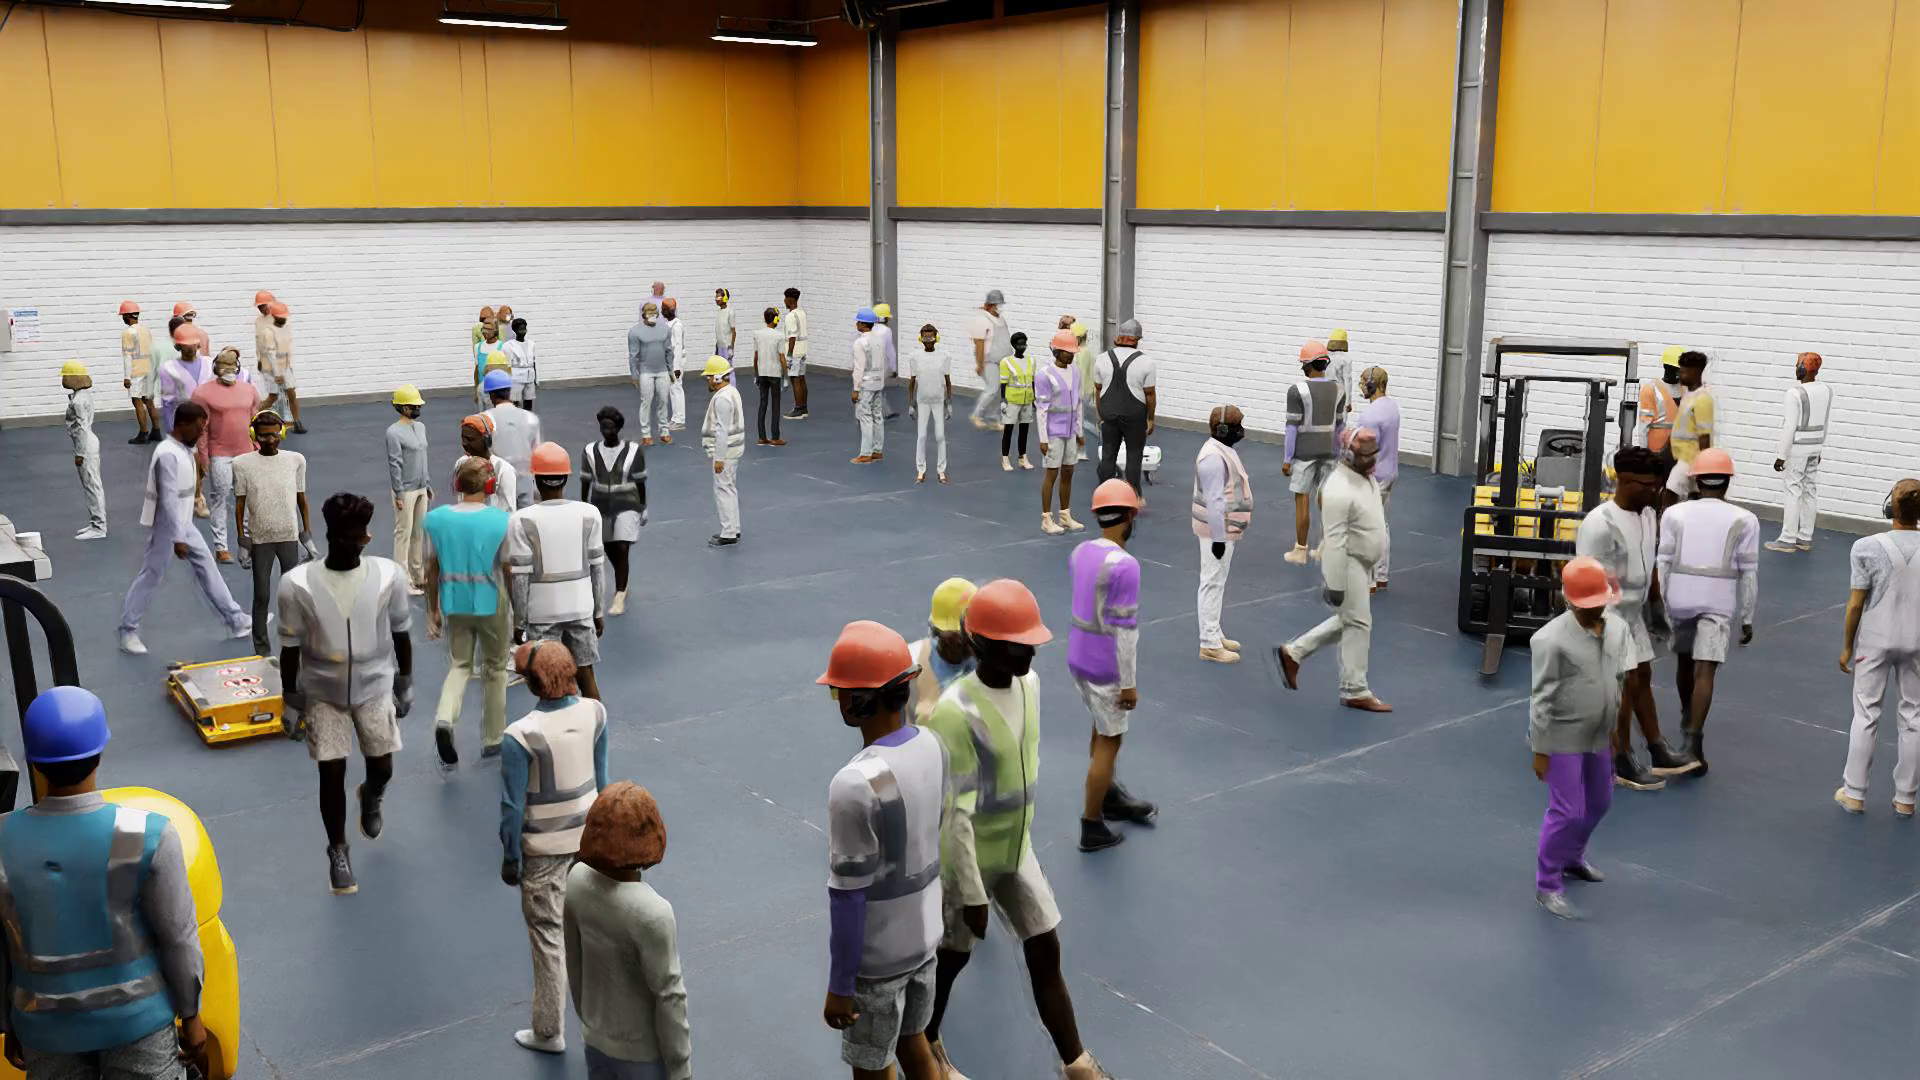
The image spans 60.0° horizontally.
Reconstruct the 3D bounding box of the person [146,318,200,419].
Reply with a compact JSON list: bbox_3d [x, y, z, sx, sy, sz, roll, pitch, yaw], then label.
[{"bbox_3d":[-9.603,-1.803,20.473,0.681,1.828,1.063,0,12,-1],"label":"person"}]

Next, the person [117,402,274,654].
[{"bbox_3d":[-5.727,-0.110,12.271,0.936,1.849,0.685,-2,12,-12],"label":"person"}]

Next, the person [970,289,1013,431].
[{"bbox_3d":[0.496,-2.550,23.552,0.539,2.000,0.683,7,14,30],"label":"person"}]

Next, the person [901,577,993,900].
[{"bbox_3d":[0.000,0.987,7.087,0.599,1.802,0.756,1,12,7],"label":"person"}]

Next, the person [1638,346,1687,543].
[{"bbox_3d":[6.690,-0.885,15.790,0.594,1.922,0.385,-6,13,-25],"label":"person"}]

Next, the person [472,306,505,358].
[{"bbox_3d":[-7.259,-2.787,25.685,0.497,1.633,0.289,-1,12,-7],"label":"person"}]

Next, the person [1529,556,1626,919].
[{"bbox_3d":[2.864,0.886,7.762,0.682,1.713,0.461,-7,14,-32],"label":"person"}]

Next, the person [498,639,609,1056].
[{"bbox_3d":[-1.566,1.186,6.514,0.312,1.629,0.515,8,14,34],"label":"person"}]

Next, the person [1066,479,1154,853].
[{"bbox_3d":[0.820,0.630,8.561,0.596,1.895,0.574,-5,13,-23],"label":"person"}]

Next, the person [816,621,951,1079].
[{"bbox_3d":[-0.256,1.250,5.232,0.402,2.036,0.601,5,13,23],"label":"person"}]

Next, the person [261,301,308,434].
[{"bbox_3d":[-9.601,-2.412,23.308,0.829,1.884,0.553,4,12,20],"label":"person"}]

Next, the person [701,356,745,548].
[{"bbox_3d":[-2.255,-0.845,15.864,0.403,1.817,0.602,0,12,0],"label":"person"}]

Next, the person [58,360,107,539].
[{"bbox_3d":[-8.557,-0.882,16.220,0.294,1.744,0.486,-5,13,-21],"label":"person"}]

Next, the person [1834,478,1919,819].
[{"bbox_3d":[4.993,0.581,8.907,0.506,1.846,0.346,4,12,18],"label":"person"}]

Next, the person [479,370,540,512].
[{"bbox_3d":[-3.748,-0.435,13.667,0.632,1.901,0.718,-9,15,-37],"label":"person"}]

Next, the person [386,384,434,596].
[{"bbox_3d":[-4.593,-0.426,13.961,0.316,1.769,0.525,2,12,11],"label":"person"}]

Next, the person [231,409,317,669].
[{"bbox_3d":[-4.770,0.016,11.601,0.517,1.862,0.328,-7,14,-32],"label":"person"}]

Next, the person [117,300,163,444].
[{"bbox_3d":[-11.103,-2.258,22.432,0.390,1.926,0.542,1,12,4],"label":"person"}]

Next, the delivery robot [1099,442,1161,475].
[{"bbox_3d":[1.971,-0.966,19.281,0.707,0.478,0.477,0,12,3],"label":"delivery robot"}]

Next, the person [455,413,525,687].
[{"bbox_3d":[-3.205,0.070,11.322,0.568,1.878,0.350,10,15,39],"label":"person"}]

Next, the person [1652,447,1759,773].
[{"bbox_3d":[4.404,0.391,9.867,0.569,1.848,1.148,7,14,31],"label":"person"}]

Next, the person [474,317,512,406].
[{"bbox_3d":[-5.742,-1.809,20.445,0.508,1.847,0.345,3,12,14],"label":"person"}]

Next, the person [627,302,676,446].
[{"bbox_3d":[-4.116,-2.221,22.244,0.639,1.928,0.373,-8,14,-35],"label":"person"}]

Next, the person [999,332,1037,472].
[{"bbox_3d":[0.708,-1.674,20.153,0.540,1.695,0.317,-7,14,-31],"label":"person"}]

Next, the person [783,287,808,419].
[{"bbox_3d":[-2.476,-2.801,24.941,0.362,1.963,0.613,3,12,15],"label":"person"}]

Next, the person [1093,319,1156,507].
[{"bbox_3d":[1.790,-1.363,17.819,0.687,2.000,0.536,6,13,25],"label":"person"}]

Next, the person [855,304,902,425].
[{"bbox_3d":[-1.202,-2.553,24.229,0.604,1.771,0.956,11,16,43],"label":"person"}]

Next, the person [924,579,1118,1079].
[{"bbox_3d":[0.206,1.128,5.889,1.011,1.994,0.634,9,14,36],"label":"person"}]

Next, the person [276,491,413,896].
[{"bbox_3d":[-2.986,0.700,8.083,0.634,1.945,0.623,-5,13,-24],"label":"person"}]

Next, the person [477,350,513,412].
[{"bbox_3d":[-4.781,-1.104,17.313,0.488,1.737,0.309,8,14,33],"label":"person"}]
